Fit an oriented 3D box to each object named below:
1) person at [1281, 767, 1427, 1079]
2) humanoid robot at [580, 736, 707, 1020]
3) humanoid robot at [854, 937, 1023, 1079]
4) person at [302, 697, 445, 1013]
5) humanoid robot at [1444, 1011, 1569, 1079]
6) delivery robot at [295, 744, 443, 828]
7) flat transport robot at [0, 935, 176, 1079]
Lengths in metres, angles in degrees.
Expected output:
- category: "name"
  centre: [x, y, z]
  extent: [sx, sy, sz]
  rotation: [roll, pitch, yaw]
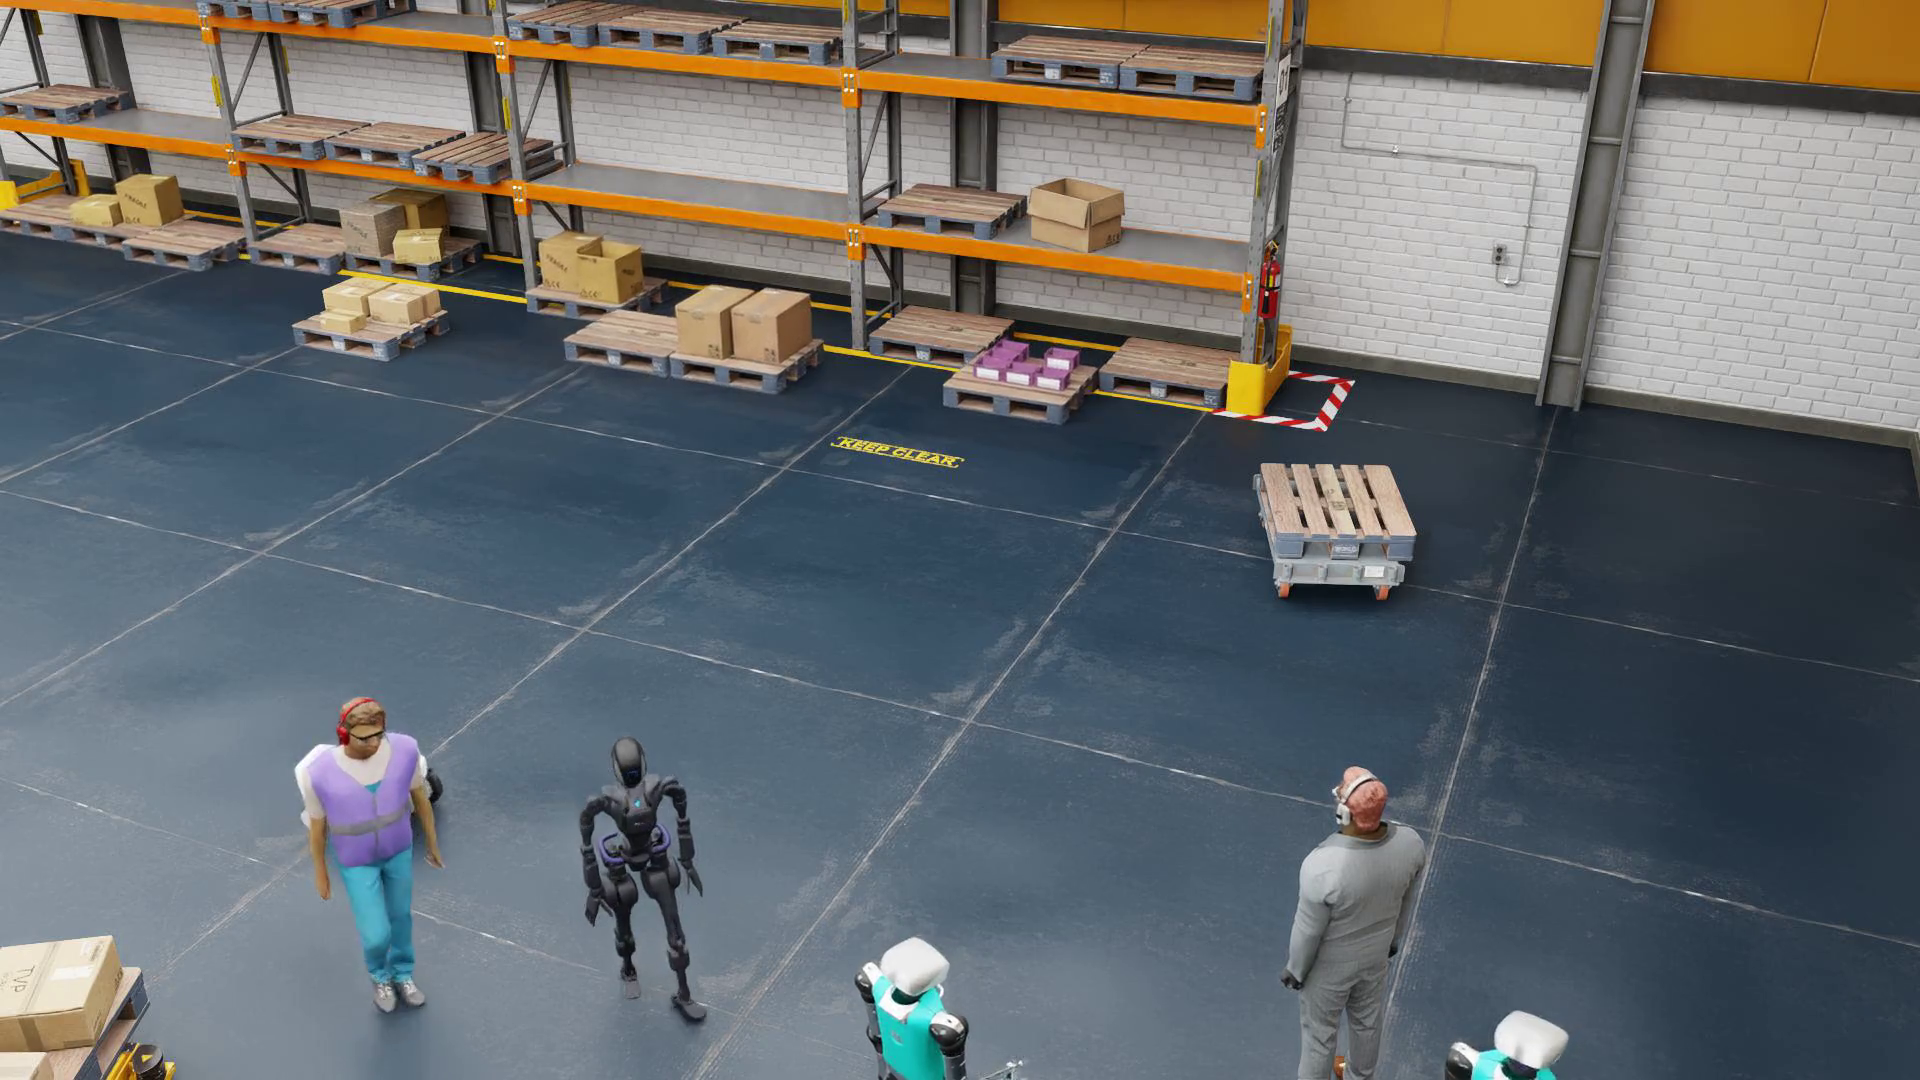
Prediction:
- category: "person"
  centre: [1.737, 1.847, 7.565]
  extent: [0.639, 1.910, 0.413]
  rotation: [-12, 30, -22]
- category: "humanoid robot"
  centre: [-1.567, 1.651, 8.209]
  extent: [0.588, 1.631, 0.614]
  rotation: [-14, 30, -25]
- category: "humanoid robot"
  centre: [0.034, 2.240, 7.054]
  extent: [0.555, 1.763, 0.987]
  rotation: [21, 34, 35]
- category: "person"
  centre: [-2.869, 1.563, 8.204]
  extent: [0.608, 1.820, 0.480]
  rotation: [-22, 34, -36]
- category: "humanoid robot"
  centre: [2.229, 2.441, 6.640]
  extent: [0.530, 1.778, 1.011]
  rotation: [18, 32, 30]
- category: "delivery robot"
  centre: [-3.518, 1.440, 9.816]
  extent: [0.767, 0.583, 0.499]
  rotation: [5, 28, 9]
- category: "flat transport robot"
  centre: [-4.524, 2.664, 7.767]
  extent: [1.431, 0.231, 0.659]
  rotation: [0, 27, 0]
